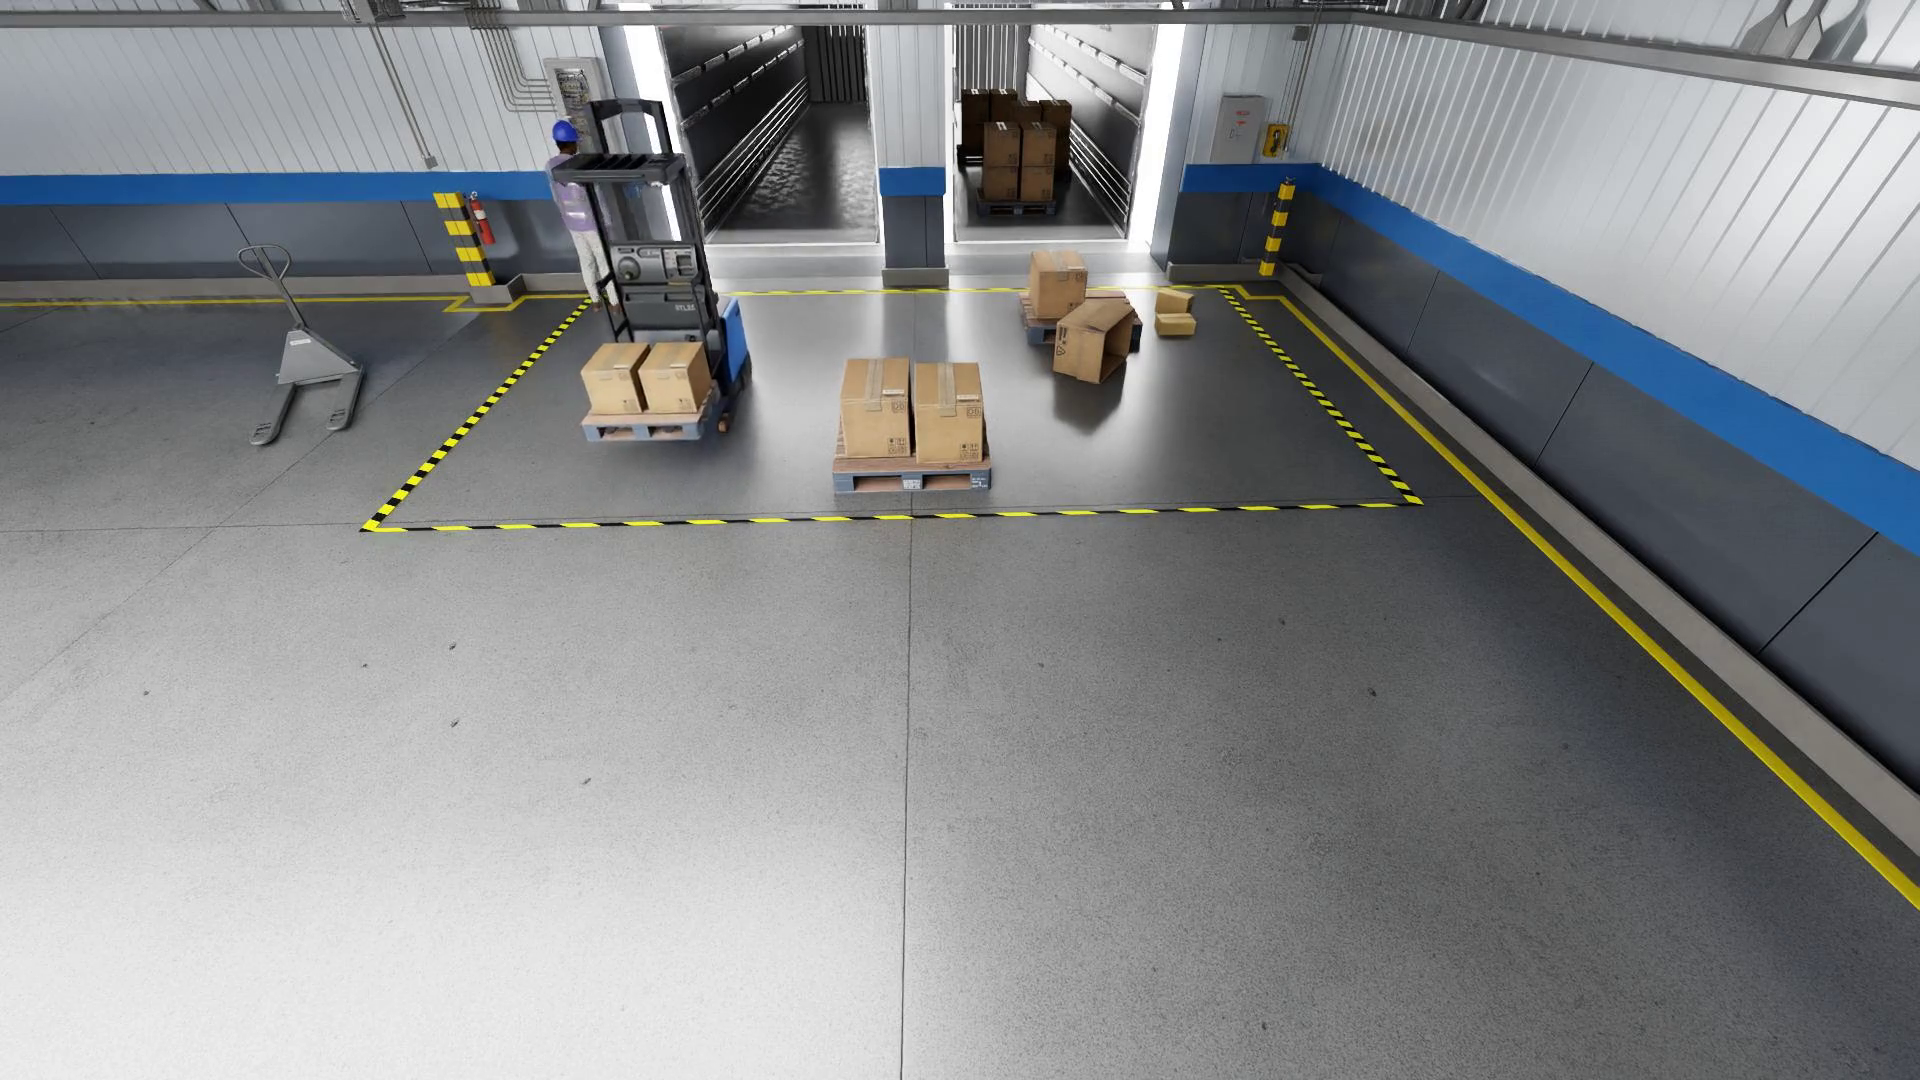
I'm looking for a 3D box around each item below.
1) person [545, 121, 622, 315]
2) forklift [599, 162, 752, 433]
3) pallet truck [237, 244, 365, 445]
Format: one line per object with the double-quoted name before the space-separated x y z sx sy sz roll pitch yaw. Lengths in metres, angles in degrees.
"person" -4.047 -3.449 7.972 0.650 1.938 0.439 16 41 19
"forklift" -2.399 -2.198 6.307 0.716 2.013 0.776 -1 38 -2
"pallet truck" -5.915 -1.733 6.366 0.680 1.201 1.601 -18 42 -21
